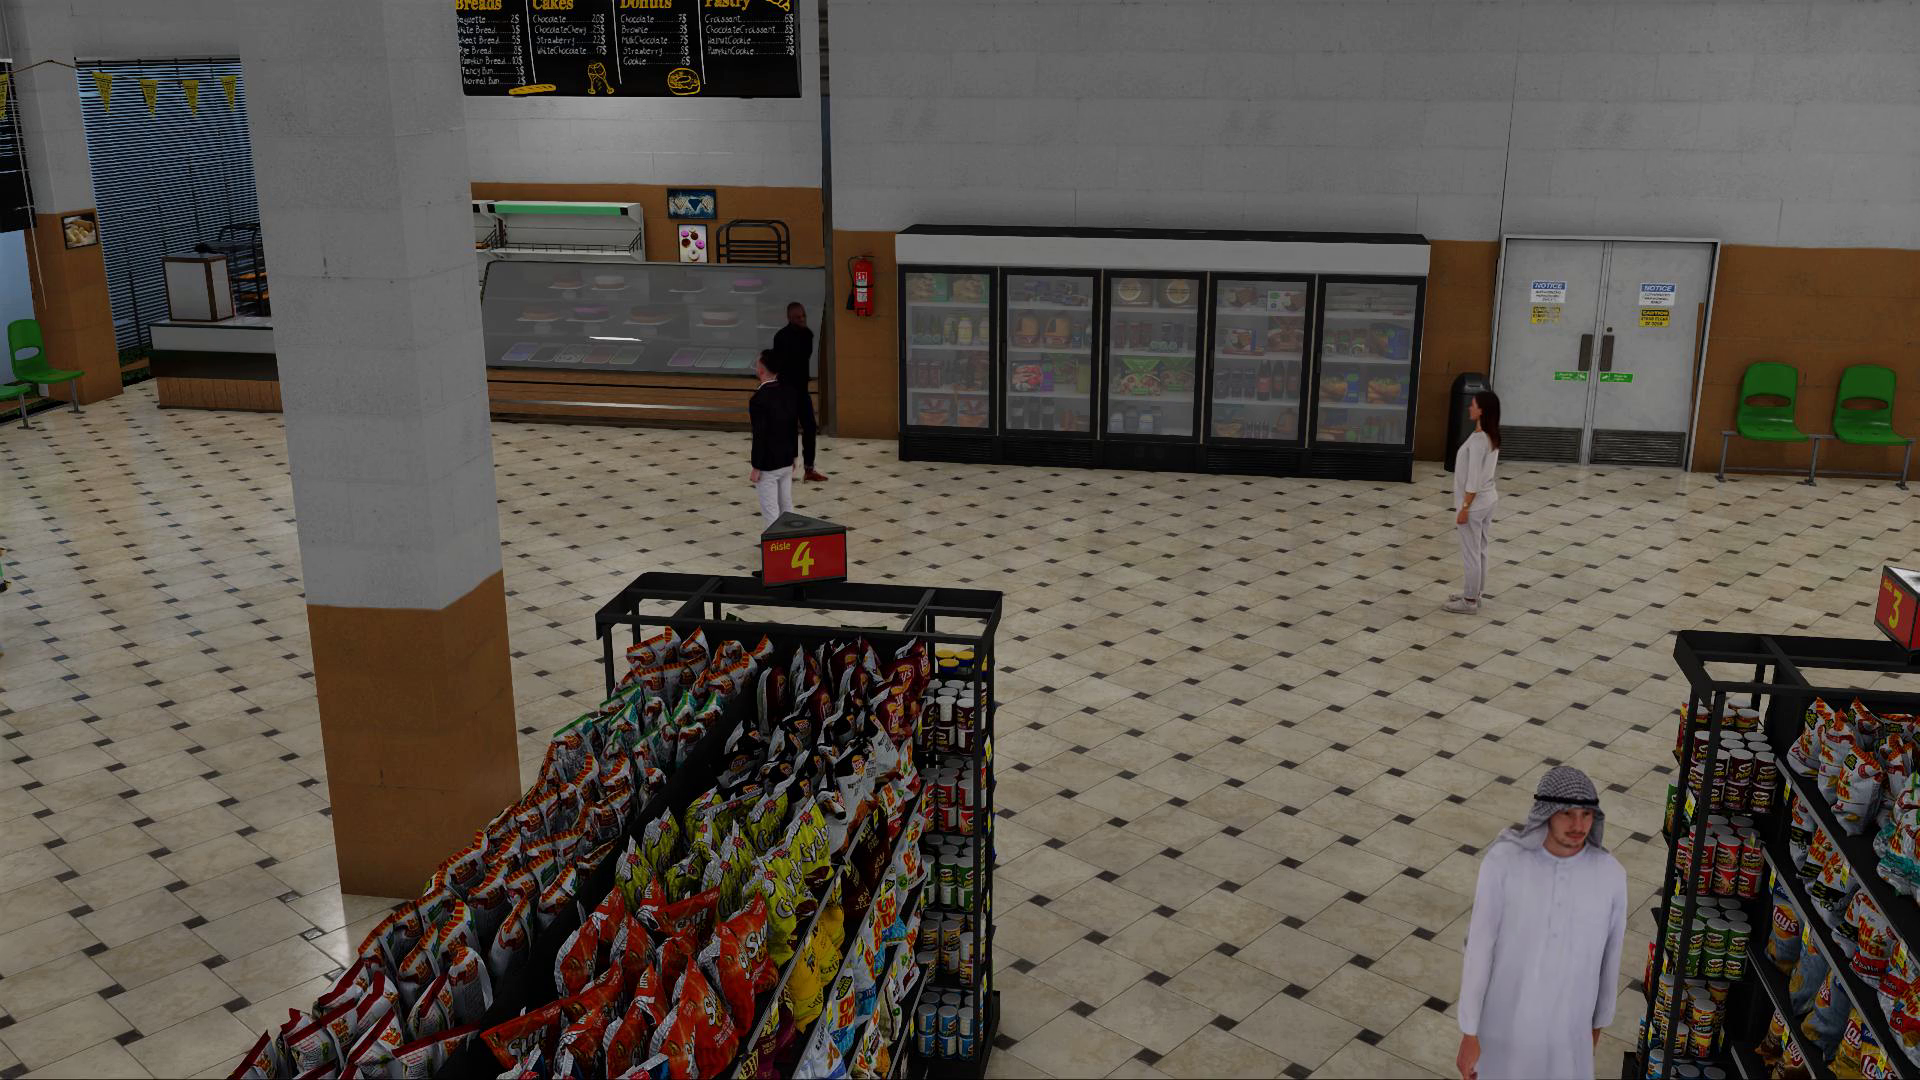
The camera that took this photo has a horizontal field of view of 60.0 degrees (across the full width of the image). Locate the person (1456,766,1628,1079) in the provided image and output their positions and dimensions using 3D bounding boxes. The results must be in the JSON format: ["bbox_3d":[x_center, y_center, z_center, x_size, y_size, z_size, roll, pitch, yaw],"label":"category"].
[{"bbox_3d":[1.947,1.630,5.744,0.696,1.887,1.180,3,17,9],"label":"person"}]

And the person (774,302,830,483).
[{"bbox_3d":[-1.663,-1.395,15.894,0.983,1.777,0.992,8,19,26],"label":"person"}]

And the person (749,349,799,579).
[{"bbox_3d":[-1.463,-0.597,13.153,0.790,1.844,0.650,12,21,34],"label":"person"}]

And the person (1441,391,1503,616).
[{"bbox_3d":[3.850,-0.286,12.396,0.726,1.688,0.593,10,19,29],"label":"person"}]
